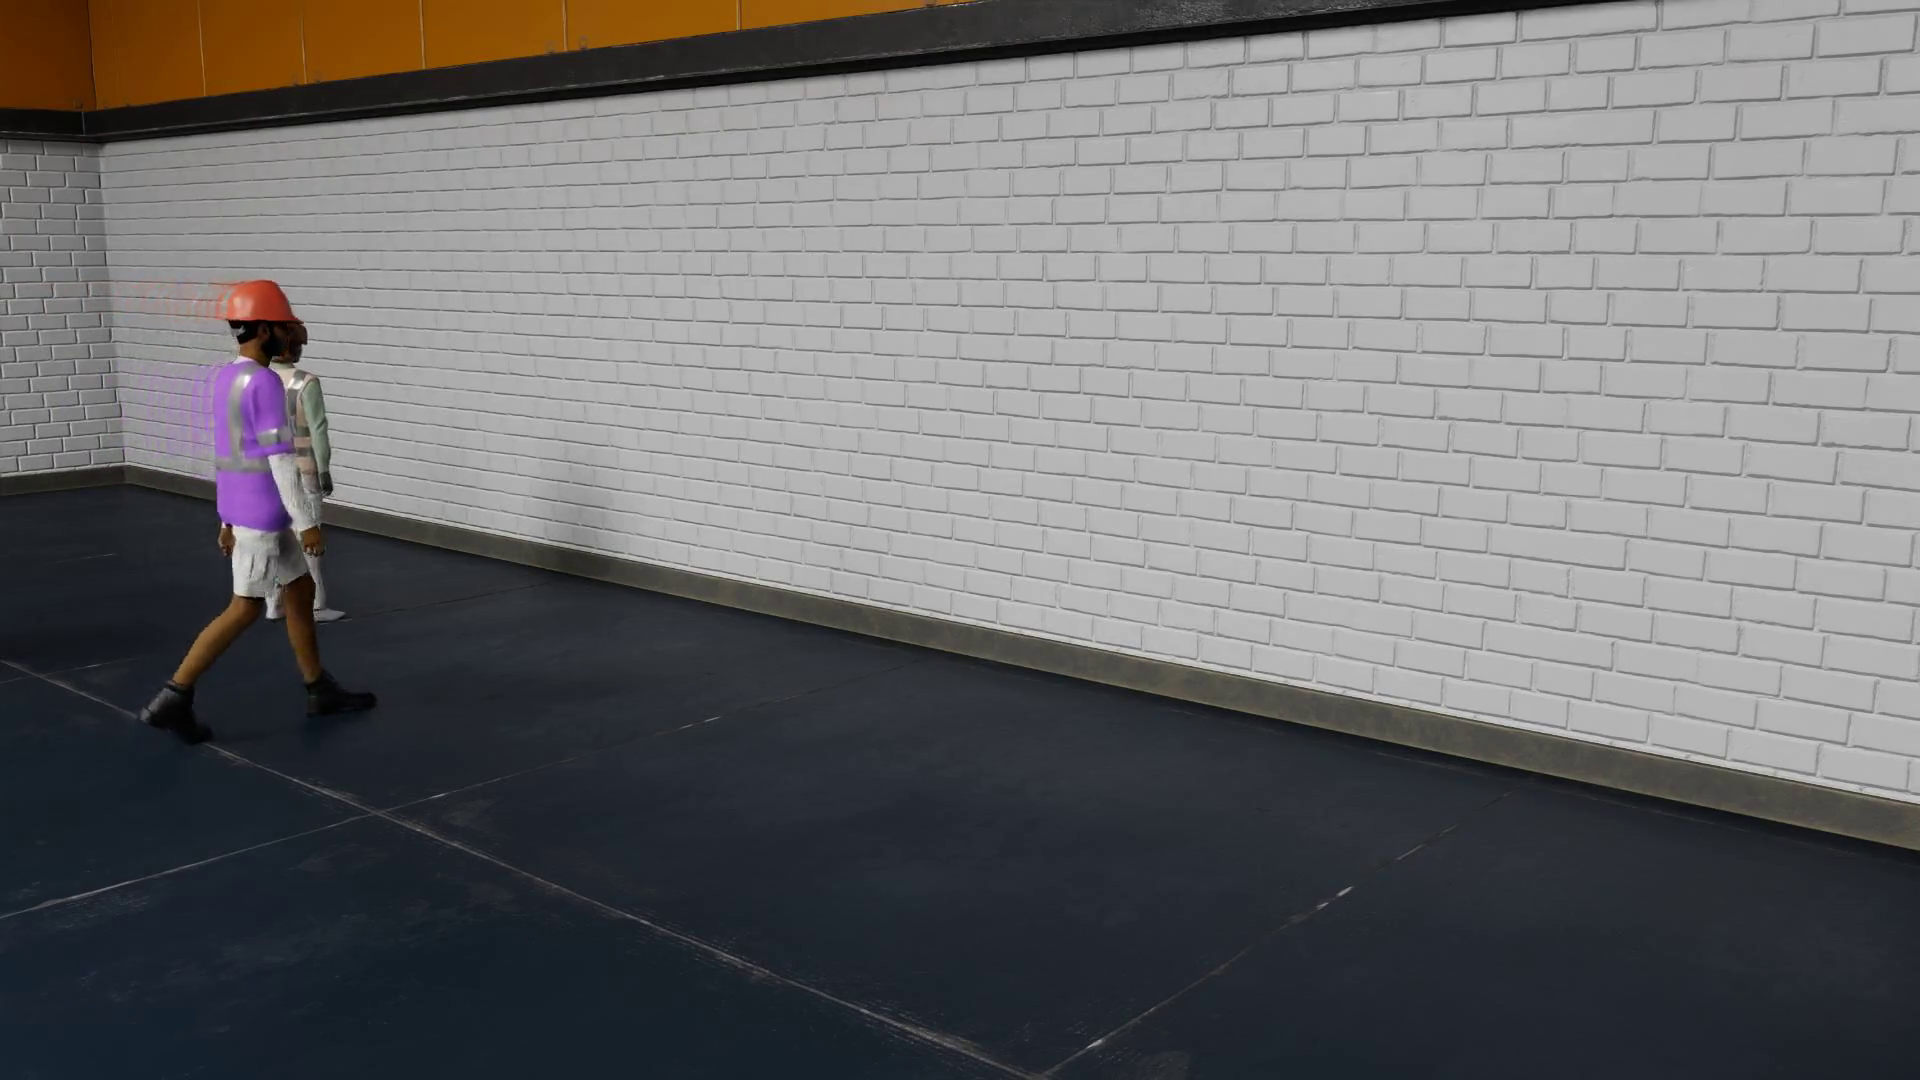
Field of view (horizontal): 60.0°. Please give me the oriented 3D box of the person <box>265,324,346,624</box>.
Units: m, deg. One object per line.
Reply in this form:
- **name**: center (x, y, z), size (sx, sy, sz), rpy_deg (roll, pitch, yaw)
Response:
- **person**: center (-3.609, -0.358, 8.969), size (0.522, 1.636, 0.310), rpy_deg (4, 11, 22)

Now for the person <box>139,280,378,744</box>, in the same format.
- **person**: center (-2.968, -0.120, 6.883), size (0.936, 1.904, 0.547), rpy_deg (-7, 12, -33)
